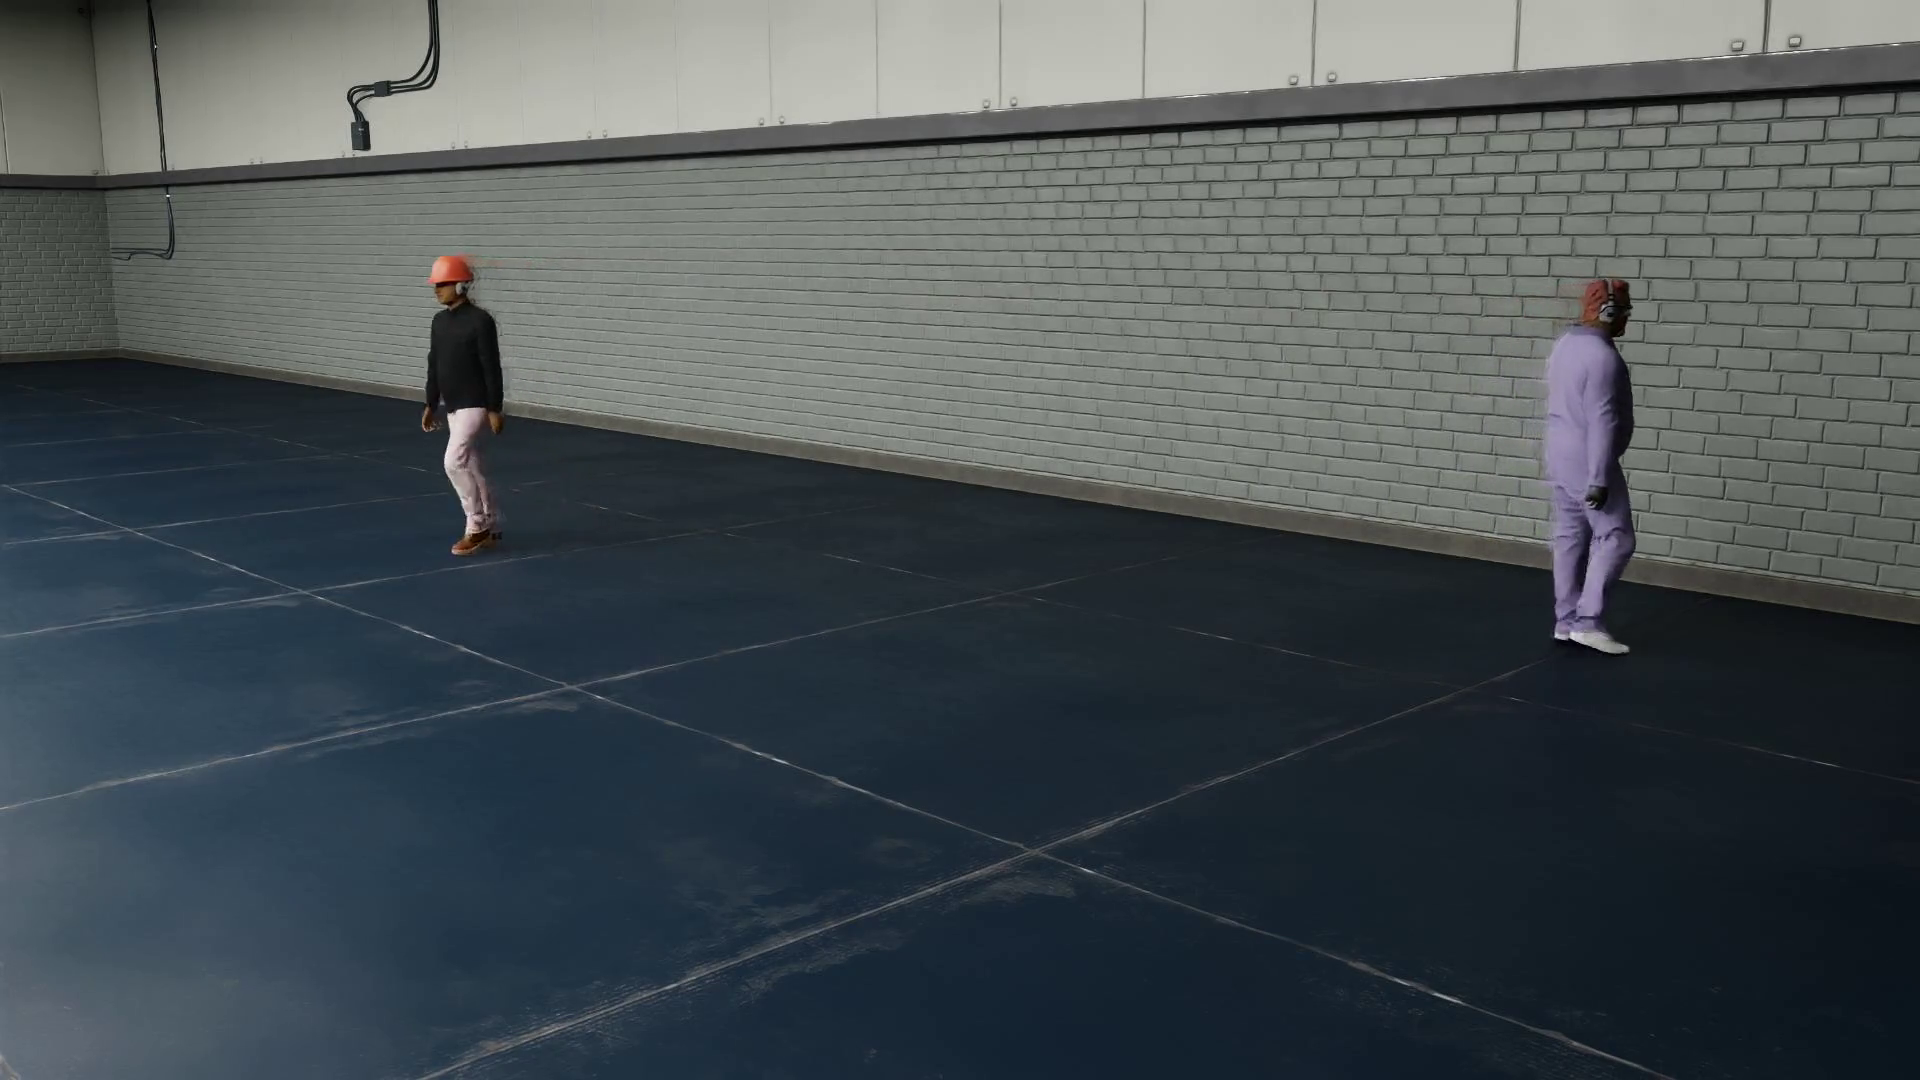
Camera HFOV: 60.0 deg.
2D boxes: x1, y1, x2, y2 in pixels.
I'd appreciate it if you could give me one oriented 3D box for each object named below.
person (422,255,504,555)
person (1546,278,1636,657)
[{"bbox_3d":[-3.334,-0.886,11.039,0.602,1.973,0.613,-10,14,-43],"label":"person"},{"bbox_3d":[3.217,-0.372,8.444,0.452,1.898,0.668,0,10,-2],"label":"person"}]
